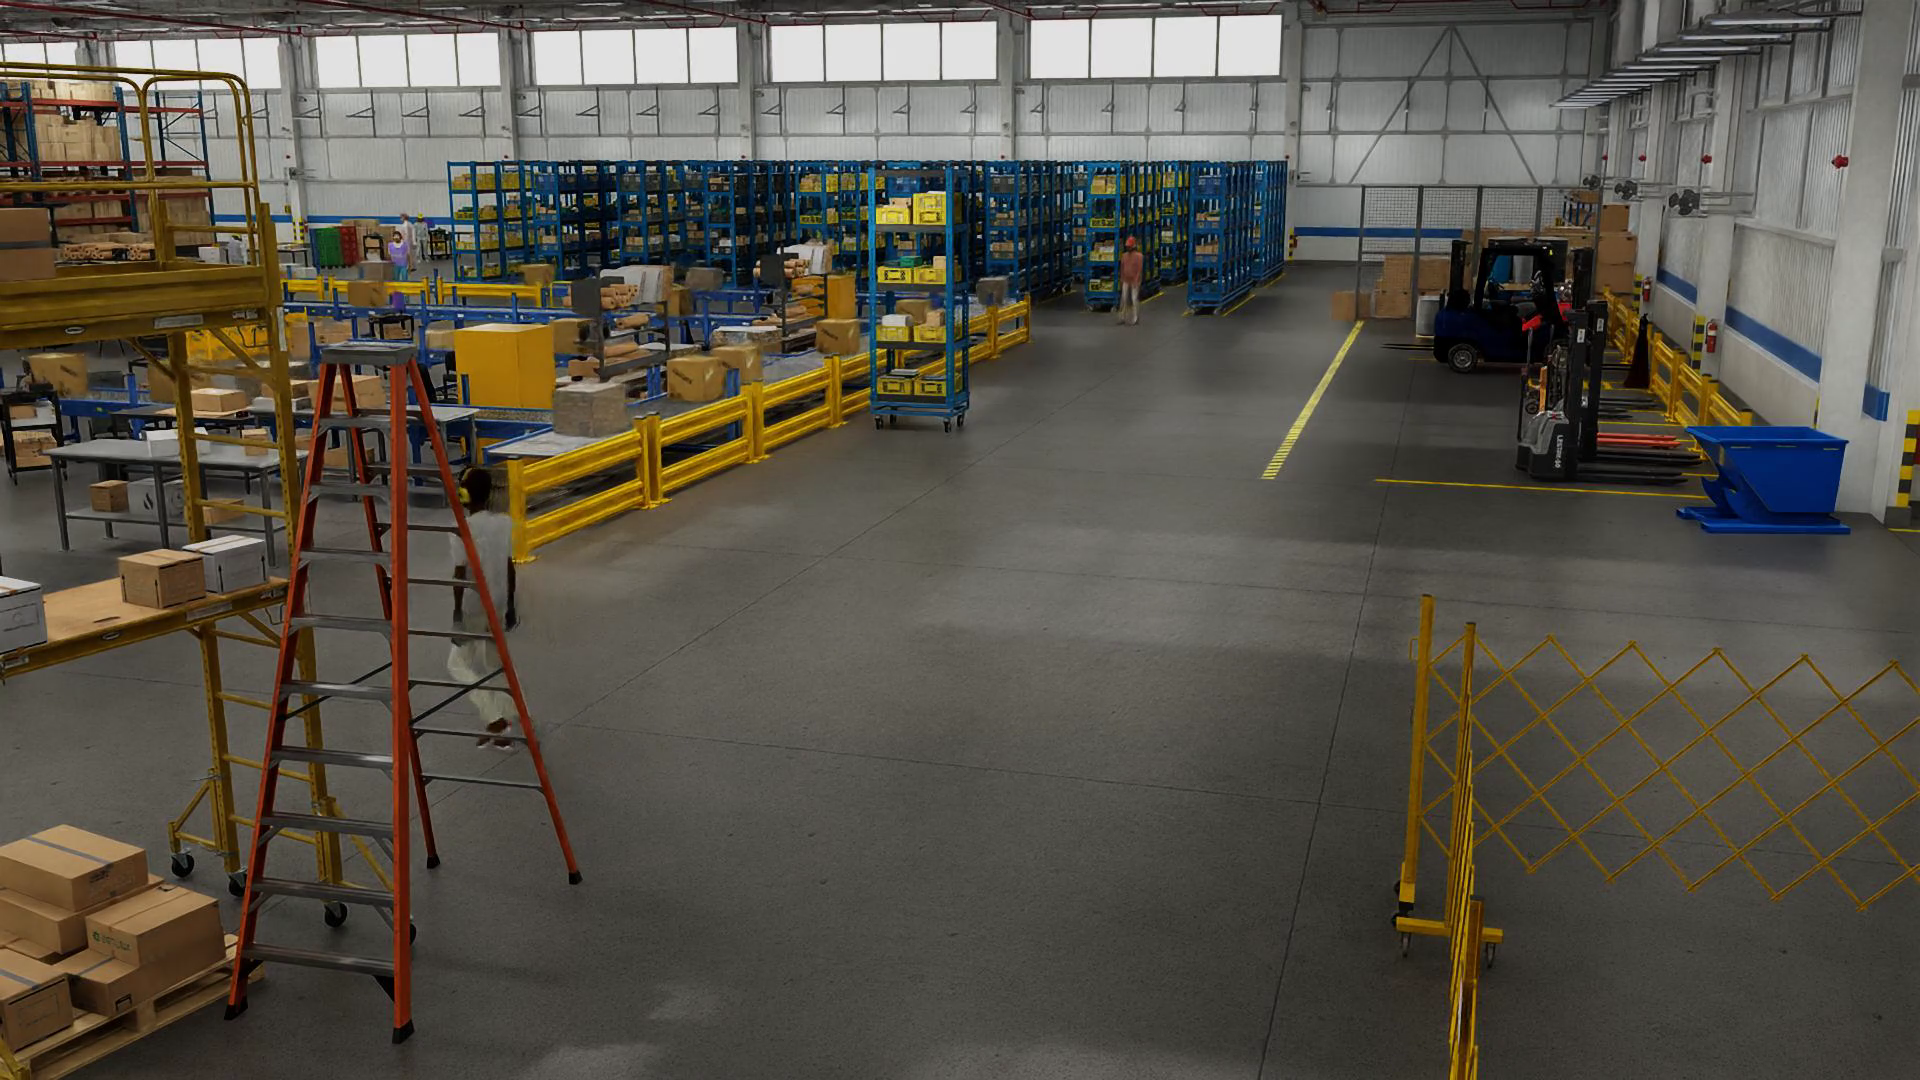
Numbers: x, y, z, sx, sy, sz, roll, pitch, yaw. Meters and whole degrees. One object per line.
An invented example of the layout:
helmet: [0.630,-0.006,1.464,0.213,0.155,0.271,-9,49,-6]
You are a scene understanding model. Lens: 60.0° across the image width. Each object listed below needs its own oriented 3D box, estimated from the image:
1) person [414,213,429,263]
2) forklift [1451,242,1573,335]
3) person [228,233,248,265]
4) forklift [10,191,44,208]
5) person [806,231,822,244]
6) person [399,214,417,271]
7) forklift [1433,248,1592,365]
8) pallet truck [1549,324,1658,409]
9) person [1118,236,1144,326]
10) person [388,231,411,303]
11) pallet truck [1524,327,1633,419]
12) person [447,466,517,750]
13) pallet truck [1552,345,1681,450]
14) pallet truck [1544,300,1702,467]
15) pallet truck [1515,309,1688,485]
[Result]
person: [-19.146,-10.733,59.143,0.485,1.734,0.346,-8,15,-32]
forklift: [10.464,-4.597,31.405,2.680,1.987,1.157,4,14,16]
person: [-19.197,-7.365,44.363,0.587,1.837,0.404,6,14,24]
forklift: [-27.451,-9.007,49.180,1.873,2.768,1.129,4,14,16]
person: [-3.913,-7.394,44.670,0.630,1.769,0.923,-2,13,-8]
person: [-18.163,-9.747,54.602,0.494,1.875,0.730,-3,13,-12]
forklift: [9.780,-4.111,29.280,2.680,1.987,1.157,3,13,14]
pallet truck: [9.824,-2.669,25.407,1.601,1.201,0.680,4,14,16]
person: [3.826,-5.796,37.242,0.622,1.992,0.396,11,17,39]
person: [-14.513,-7.074,43.088,0.569,1.845,0.384,-1,13,-5]
pallet truck: [9.065,-2.460,24.370,1.522,1.261,0.704,3,13,14]
person: [-3.055,0.448,10.575,0.391,1.852,0.560,8,15,32]
pallet truck: [8.641,-1.896,21.908,1.630,1.274,0.653,4,14,16]
pallet truck: [8.263,-1.952,20.631,1.885,1.965,0.823,5,14,20]
pallet truck: [7.554,-1.677,19.446,1.885,1.965,0.823,3,13,14]
